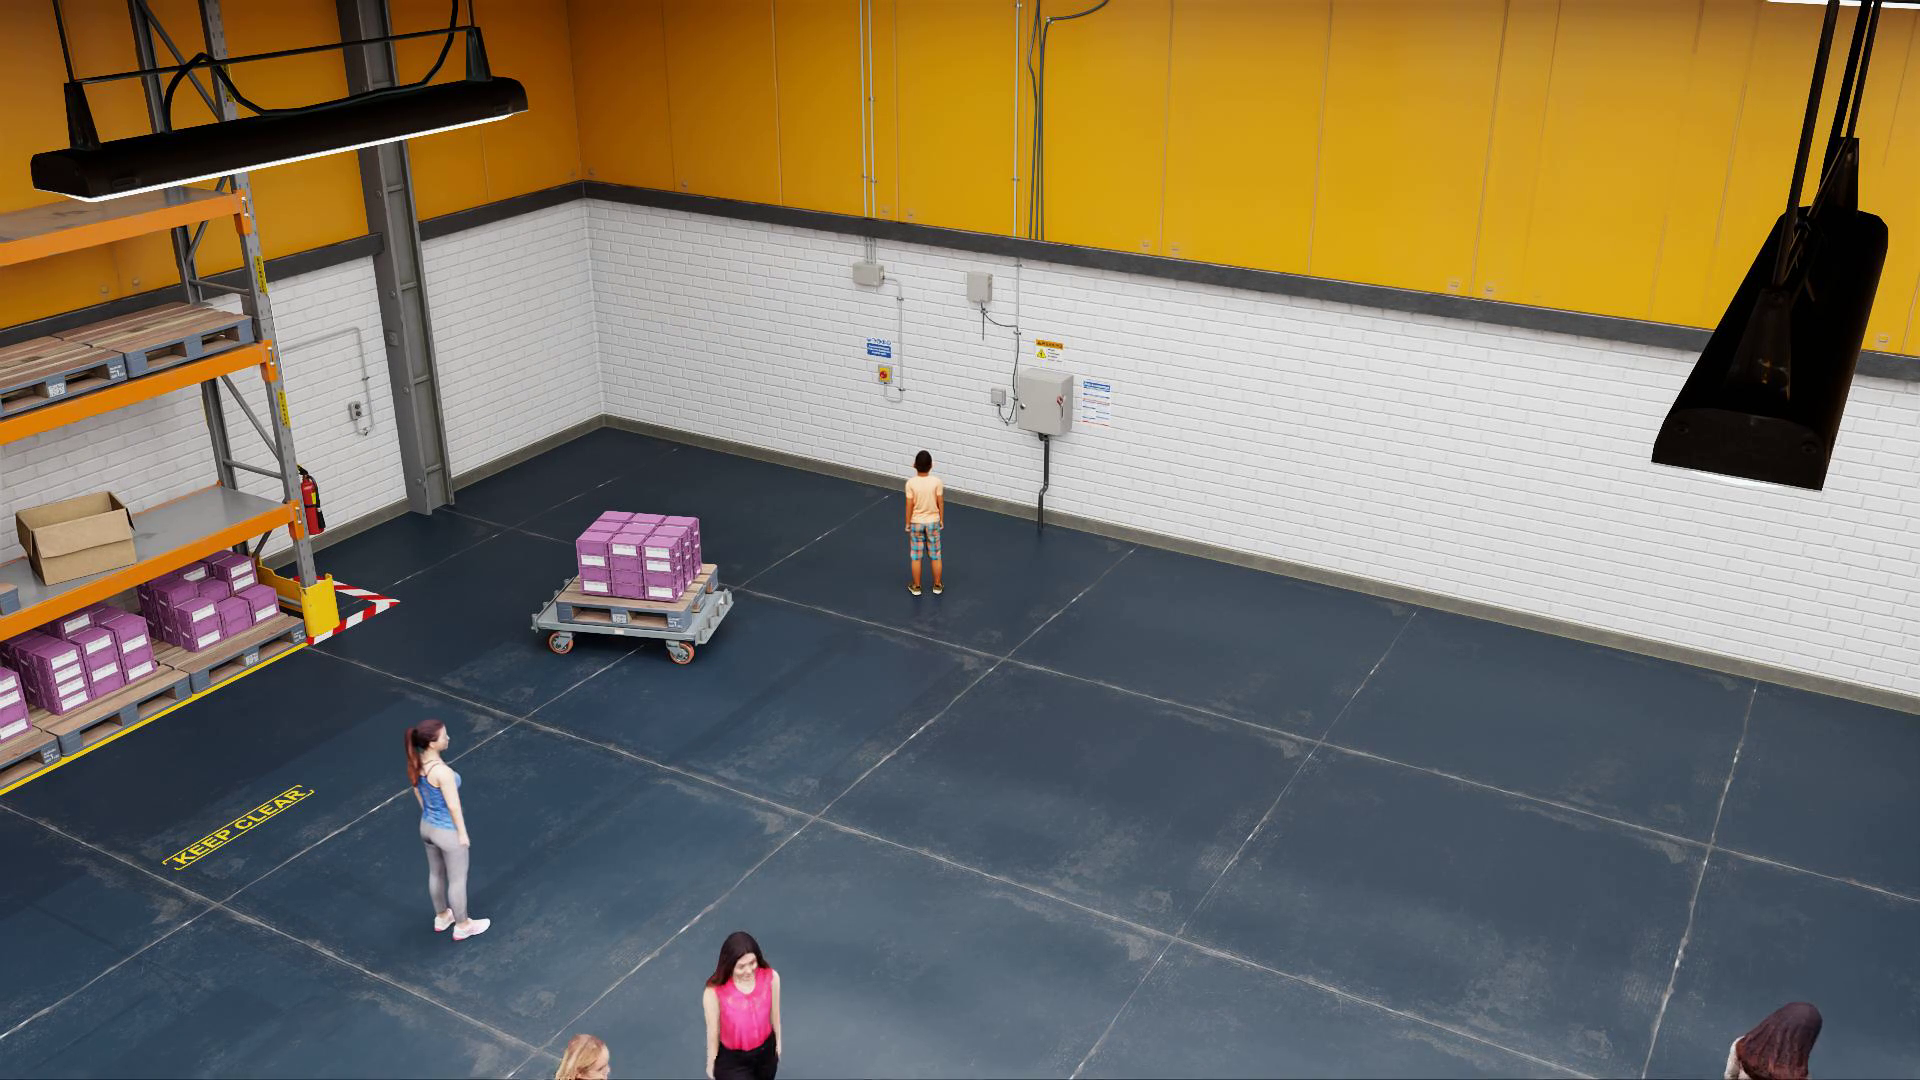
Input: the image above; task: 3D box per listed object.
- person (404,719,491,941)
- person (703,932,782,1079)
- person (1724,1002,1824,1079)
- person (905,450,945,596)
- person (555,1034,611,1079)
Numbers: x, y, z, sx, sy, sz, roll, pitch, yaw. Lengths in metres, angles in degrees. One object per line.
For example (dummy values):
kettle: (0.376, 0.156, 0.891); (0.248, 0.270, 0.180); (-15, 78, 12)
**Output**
person: (-3.445, 1.922, 11.073); (0.588, 1.609, 0.570); (17, 29, 34)
person: (-1.202, 2.791, 9.055); (1.045, 1.635, 0.908); (-16, 28, -32)
person: (3.916, 3.076, 8.305); (0.824, 1.713, 0.778); (-20, 31, -38)
person: (-0.339, -0.167, 16.038); (0.608, 1.461, 0.644); (-2, 24, -5)
person: (-1.877, 3.117, 8.095); (0.719, 1.806, 0.814); (9, 25, 19)
